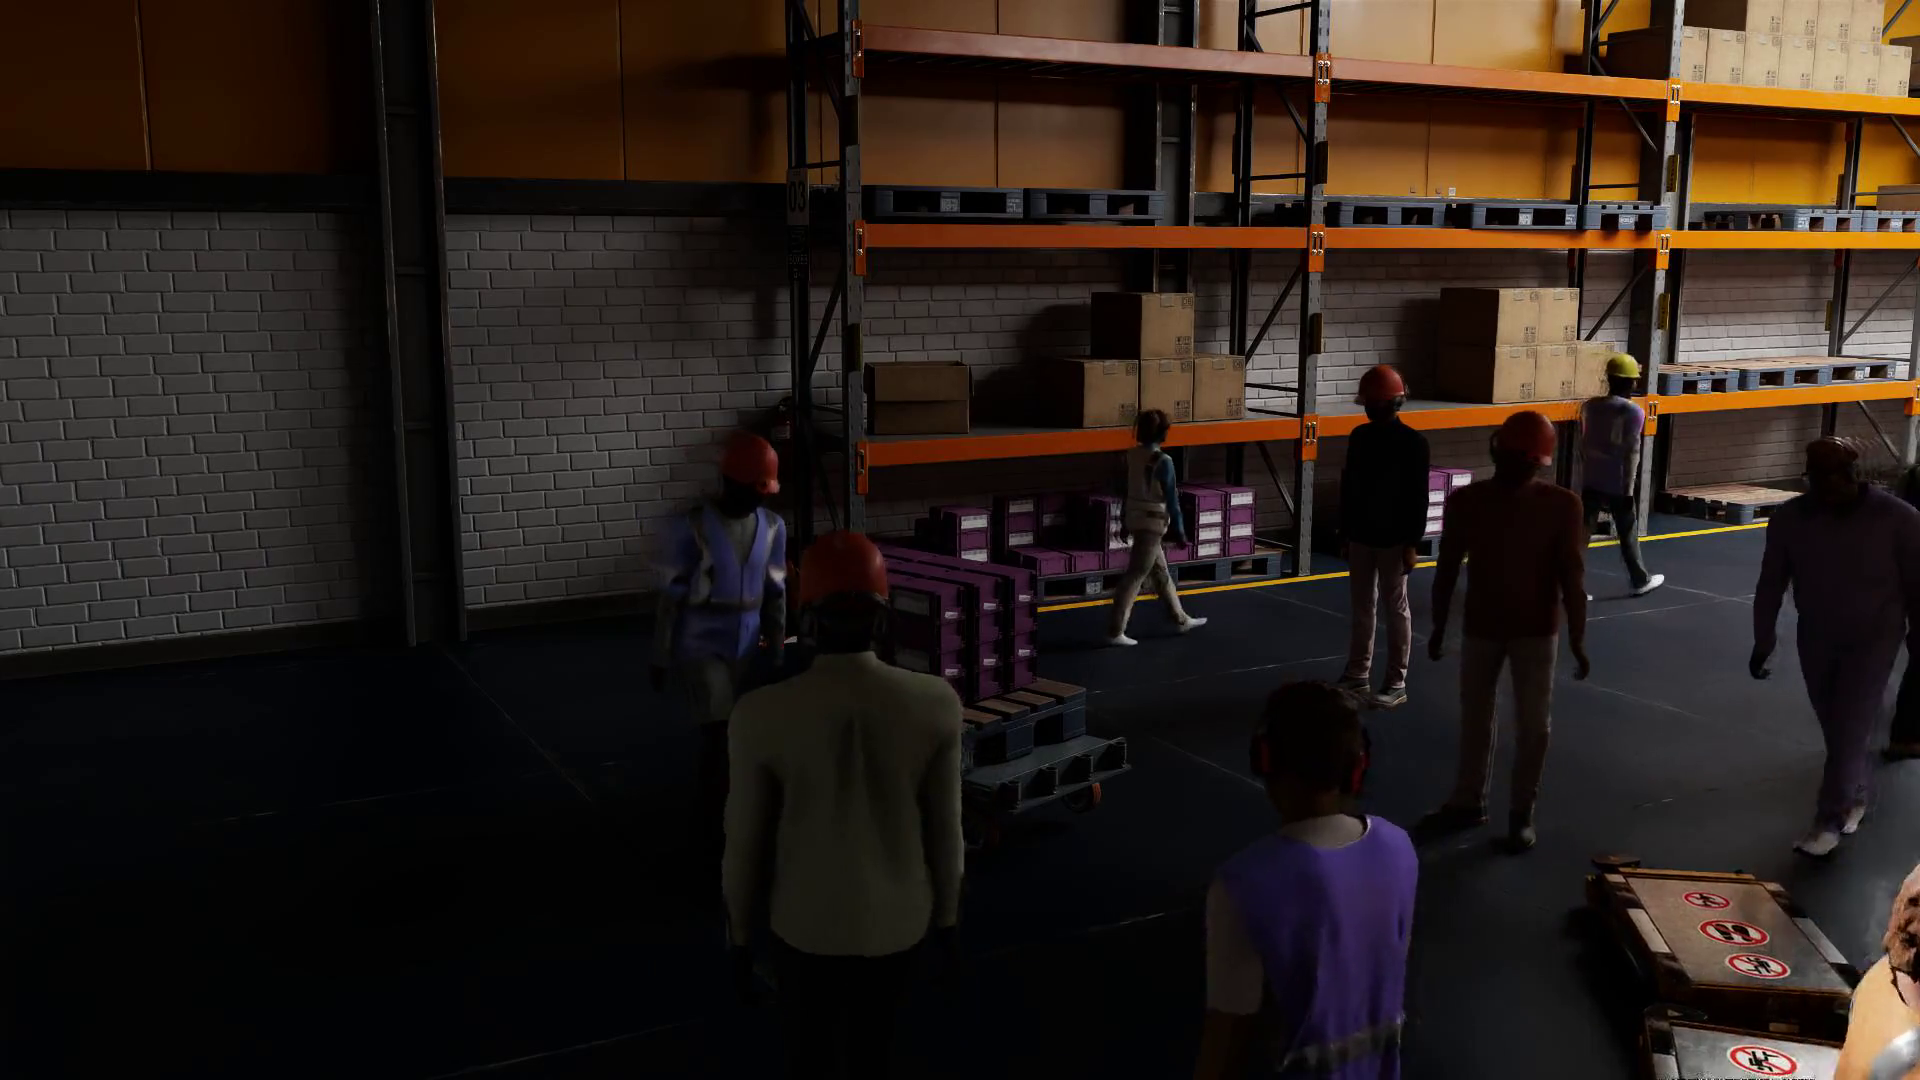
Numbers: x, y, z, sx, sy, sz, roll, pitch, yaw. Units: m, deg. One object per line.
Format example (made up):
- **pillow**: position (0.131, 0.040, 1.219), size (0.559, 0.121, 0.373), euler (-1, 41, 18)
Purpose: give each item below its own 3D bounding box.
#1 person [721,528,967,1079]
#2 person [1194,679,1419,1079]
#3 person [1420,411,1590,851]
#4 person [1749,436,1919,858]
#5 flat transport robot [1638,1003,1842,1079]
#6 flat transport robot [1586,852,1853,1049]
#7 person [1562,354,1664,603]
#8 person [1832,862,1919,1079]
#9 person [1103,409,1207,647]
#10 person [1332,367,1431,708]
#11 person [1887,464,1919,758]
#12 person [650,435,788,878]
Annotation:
- **person**: position (-0.270, 0.958, 4.147), size (0.623, 1.970, 0.869), euler (-3, 10, -17)
- **person**: position (0.661, 1.180, 3.316), size (0.603, 1.814, 0.430), euler (-7, 12, -35)
- **person**: position (2.428, 0.402, 7.350), size (0.734, 1.962, 0.482), euler (6, 12, 33)
- **person**: position (3.884, 0.459, 7.376), size (0.914, 1.840, 0.655), euler (-8, 13, -40)
- **flat transport robot**: position (2.301, 1.715, 4.661), size (0.652, 0.197, 1.431), euler (3, 10, 18)
- **flat transport robot**: position (2.761, 1.478, 6.026), size (0.652, 0.197, 1.431), euler (2, 10, 9)
- **person**: position (4.943, -0.462, 12.565), size (0.974, 1.871, 0.613), euler (-5, 11, -28)
- **person**: position (1.622, 1.322, 3.040), size (0.586, 1.616, 0.522), euler (3, 10, 19)
- **person**: position (1.316, -0.081, 11.177), size (0.853, 1.585, 0.539), euler (-4, 11, -21)
- **person**: position (2.434, -0.018, 9.705), size (0.395, 1.985, 0.608), euler (-6, 12, -32)
- **person**: position (5.132, 0.247, 8.628), size (0.586, 1.825, 0.523), euler (-1, 10, -6)
- **person**: position (-0.966, 0.492, 7.095), size (0.603, 1.873, 0.856), euler (-8, 13, -40)
